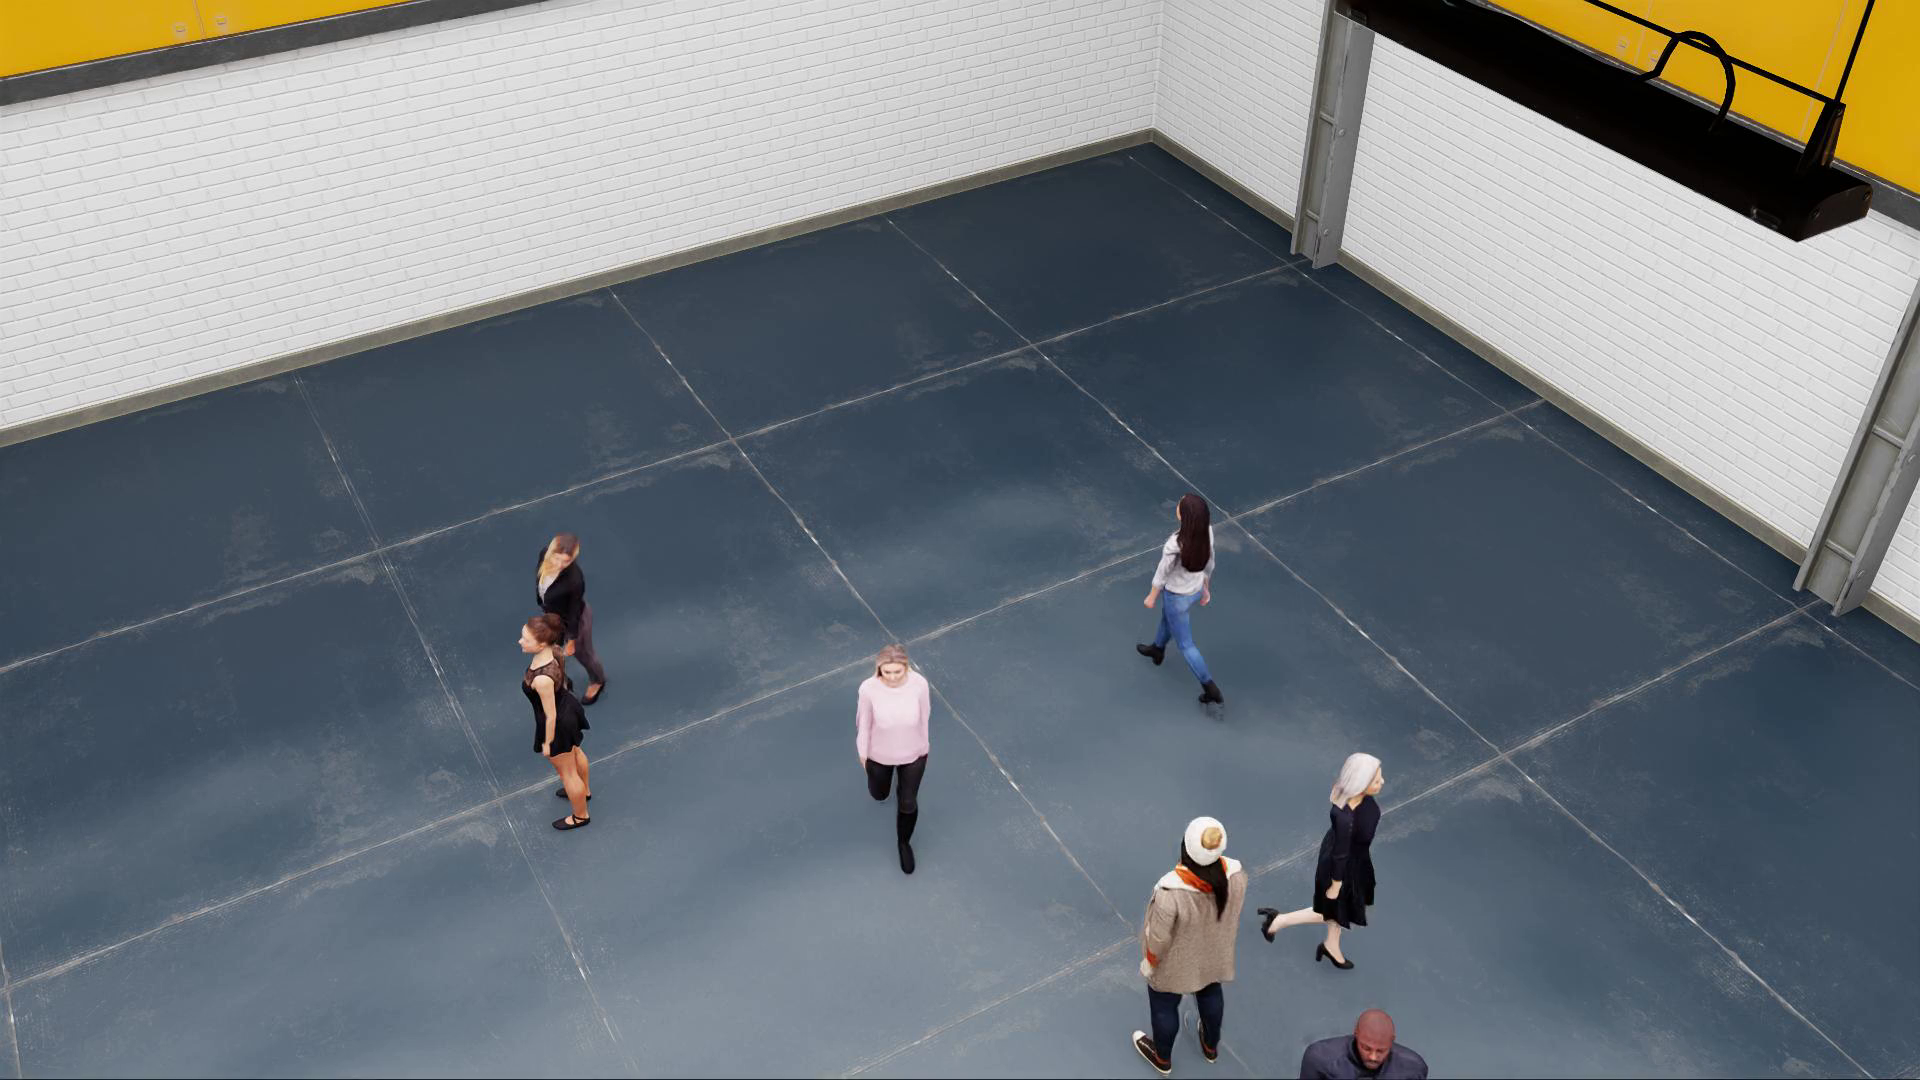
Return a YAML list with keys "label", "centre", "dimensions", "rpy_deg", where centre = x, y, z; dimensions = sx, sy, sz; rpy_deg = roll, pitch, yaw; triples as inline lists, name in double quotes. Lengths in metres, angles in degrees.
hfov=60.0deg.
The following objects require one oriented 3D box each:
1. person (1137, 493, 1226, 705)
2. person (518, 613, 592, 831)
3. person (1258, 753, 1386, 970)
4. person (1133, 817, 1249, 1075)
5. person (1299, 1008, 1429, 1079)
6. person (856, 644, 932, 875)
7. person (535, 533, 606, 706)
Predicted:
- label: "person"
  centre: [1.559, 0.428, 11.223]
  dimensions: [0.782, 1.595, 1.135]
  rpy_deg: [-31, 48, -33]
- label: "person"
  centre: [-2.498, 1.118, 10.302]
  dimensions: [0.730, 1.666, 0.628]
  rpy_deg: [-2, 39, -3]
- label: "person"
  centre: [2.070, 1.819, 9.372]
  dimensions: [0.949, 1.732, 0.870]
  rpy_deg: [12, 40, 14]
- label: "person"
  centre: [1.215, 2.155, 8.822]
  dimensions: [0.737, 1.893, 0.699]
  rpy_deg: [-18, 42, -21]
- label: "person"
  centre: [1.902, 2.798, 8.095]
  dimensions: [1.135, 1.795, 1.263]
  rpy_deg: [6, 39, 7]
- label: "person"
  centre: [-0.404, 1.229, 10.158]
  dimensions: [0.834, 1.673, 1.057]
  rpy_deg: [-5, 39, -6]
- label: "person"
  centre: [-2.579, 0.526, 11.074]
  dimensions: [0.847, 1.629, 0.724]
  rpy_deg: [-27, 46, -30]
